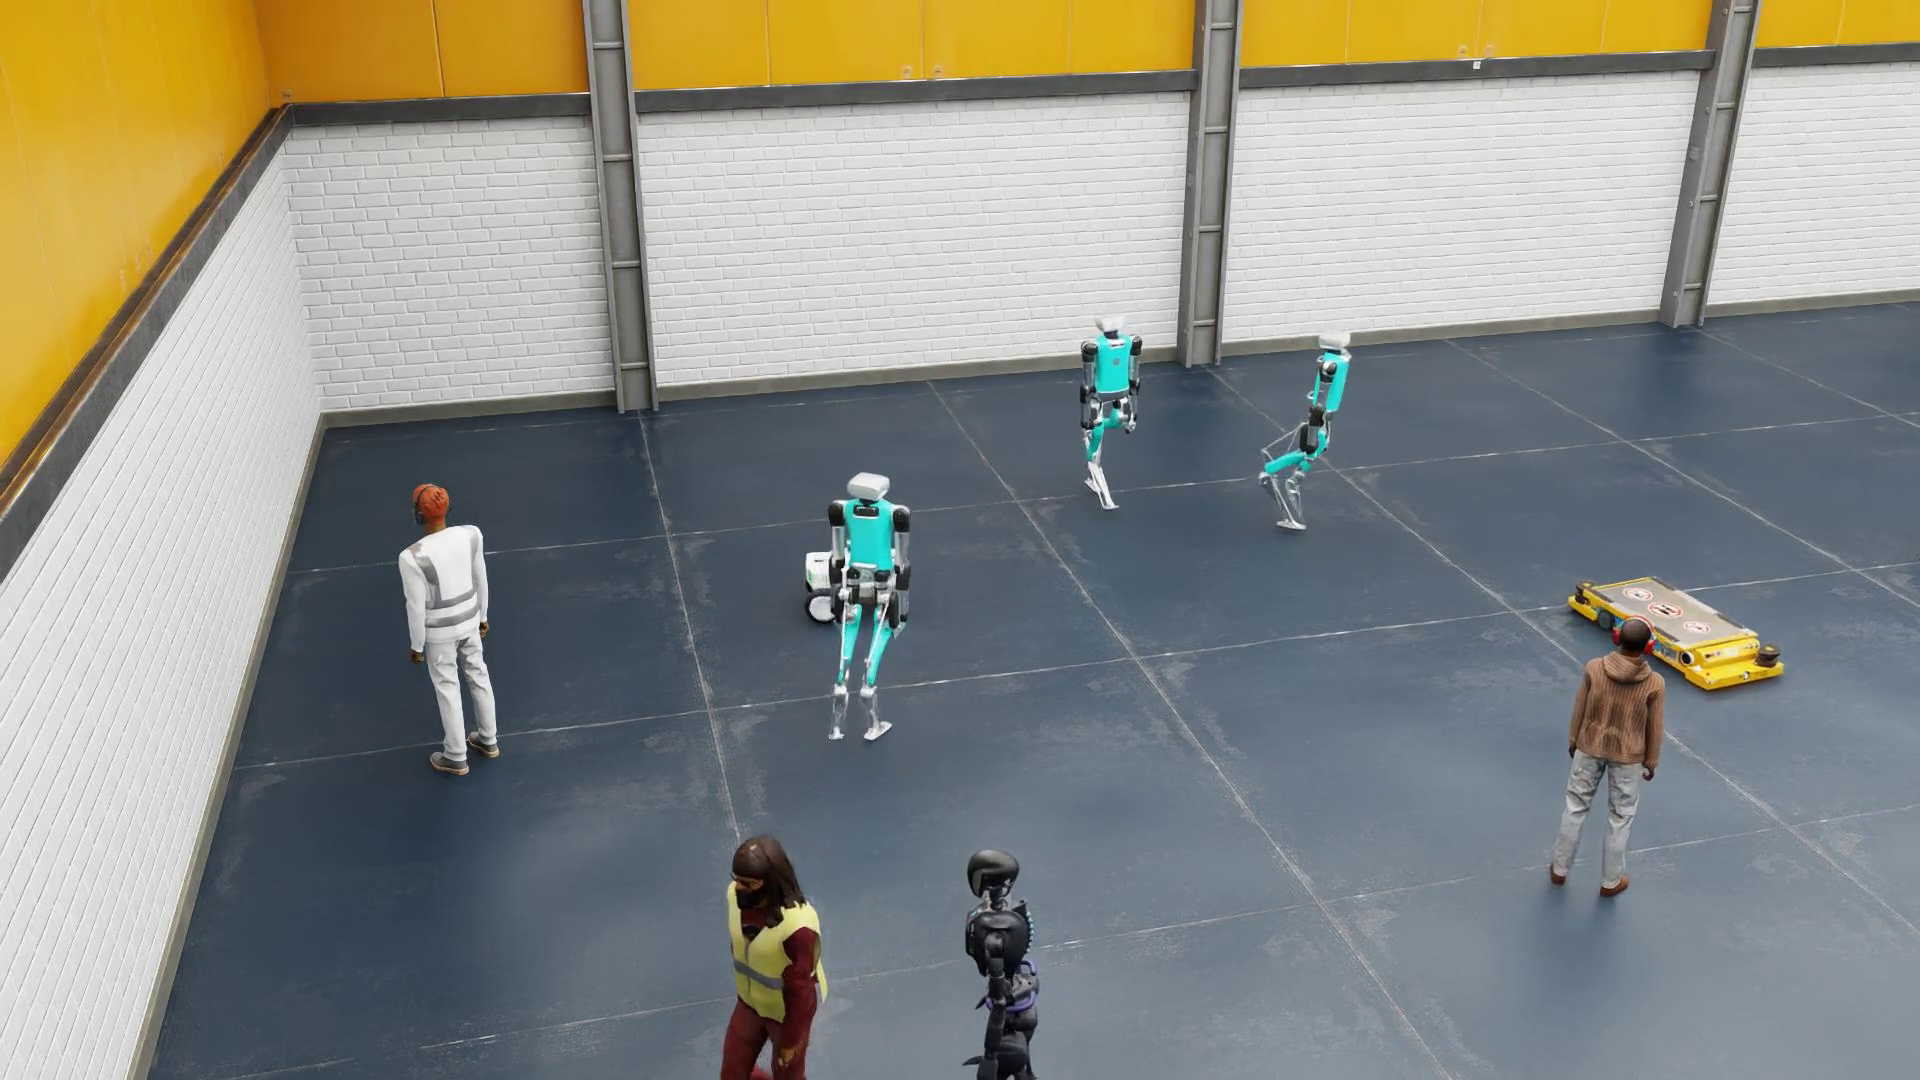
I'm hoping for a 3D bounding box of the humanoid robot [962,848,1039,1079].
[{"bbox_3d":[0.166,2.019,7.074,0.752,1.623,0.601,2,24,3],"label":"humanoid robot"}]

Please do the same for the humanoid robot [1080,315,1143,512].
[{"bbox_3d":[1.190,-1.093,14.015,0.546,1.738,1.005,-8,25,-18],"label":"humanoid robot"}]

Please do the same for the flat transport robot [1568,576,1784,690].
[{"bbox_3d":[5.106,0.633,11.923,0.659,0.231,1.431,-9,25,-19],"label":"flat transport robot"}]

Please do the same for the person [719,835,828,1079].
[{"bbox_3d":[-0.788,1.987,7.000,0.468,1.757,0.434,15,28,31],"label":"person"}]

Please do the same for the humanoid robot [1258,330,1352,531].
[{"bbox_3d":[2.730,-0.806,13.495,0.743,1.879,0.539,11,26,24],"label":"humanoid robot"}]

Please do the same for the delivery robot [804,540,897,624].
[{"bbox_3d":[-0.790,0.283,12.352,0.788,0.587,0.499,-2,24,-3],"label":"delivery robot"}]

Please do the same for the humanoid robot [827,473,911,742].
[{"bbox_3d":[-0.624,0.507,10.371,0.552,1.770,0.708,6,24,13],"label":"humanoid robot"}]

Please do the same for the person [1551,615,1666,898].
[{"bbox_3d":[3.530,1.169,9.005,0.477,1.641,0.321,12,27,26],"label":"person"}]

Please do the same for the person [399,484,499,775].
[{"bbox_3d":[-3.112,0.540,10.133,0.356,1.882,0.574,17,29,33],"label":"person"}]
